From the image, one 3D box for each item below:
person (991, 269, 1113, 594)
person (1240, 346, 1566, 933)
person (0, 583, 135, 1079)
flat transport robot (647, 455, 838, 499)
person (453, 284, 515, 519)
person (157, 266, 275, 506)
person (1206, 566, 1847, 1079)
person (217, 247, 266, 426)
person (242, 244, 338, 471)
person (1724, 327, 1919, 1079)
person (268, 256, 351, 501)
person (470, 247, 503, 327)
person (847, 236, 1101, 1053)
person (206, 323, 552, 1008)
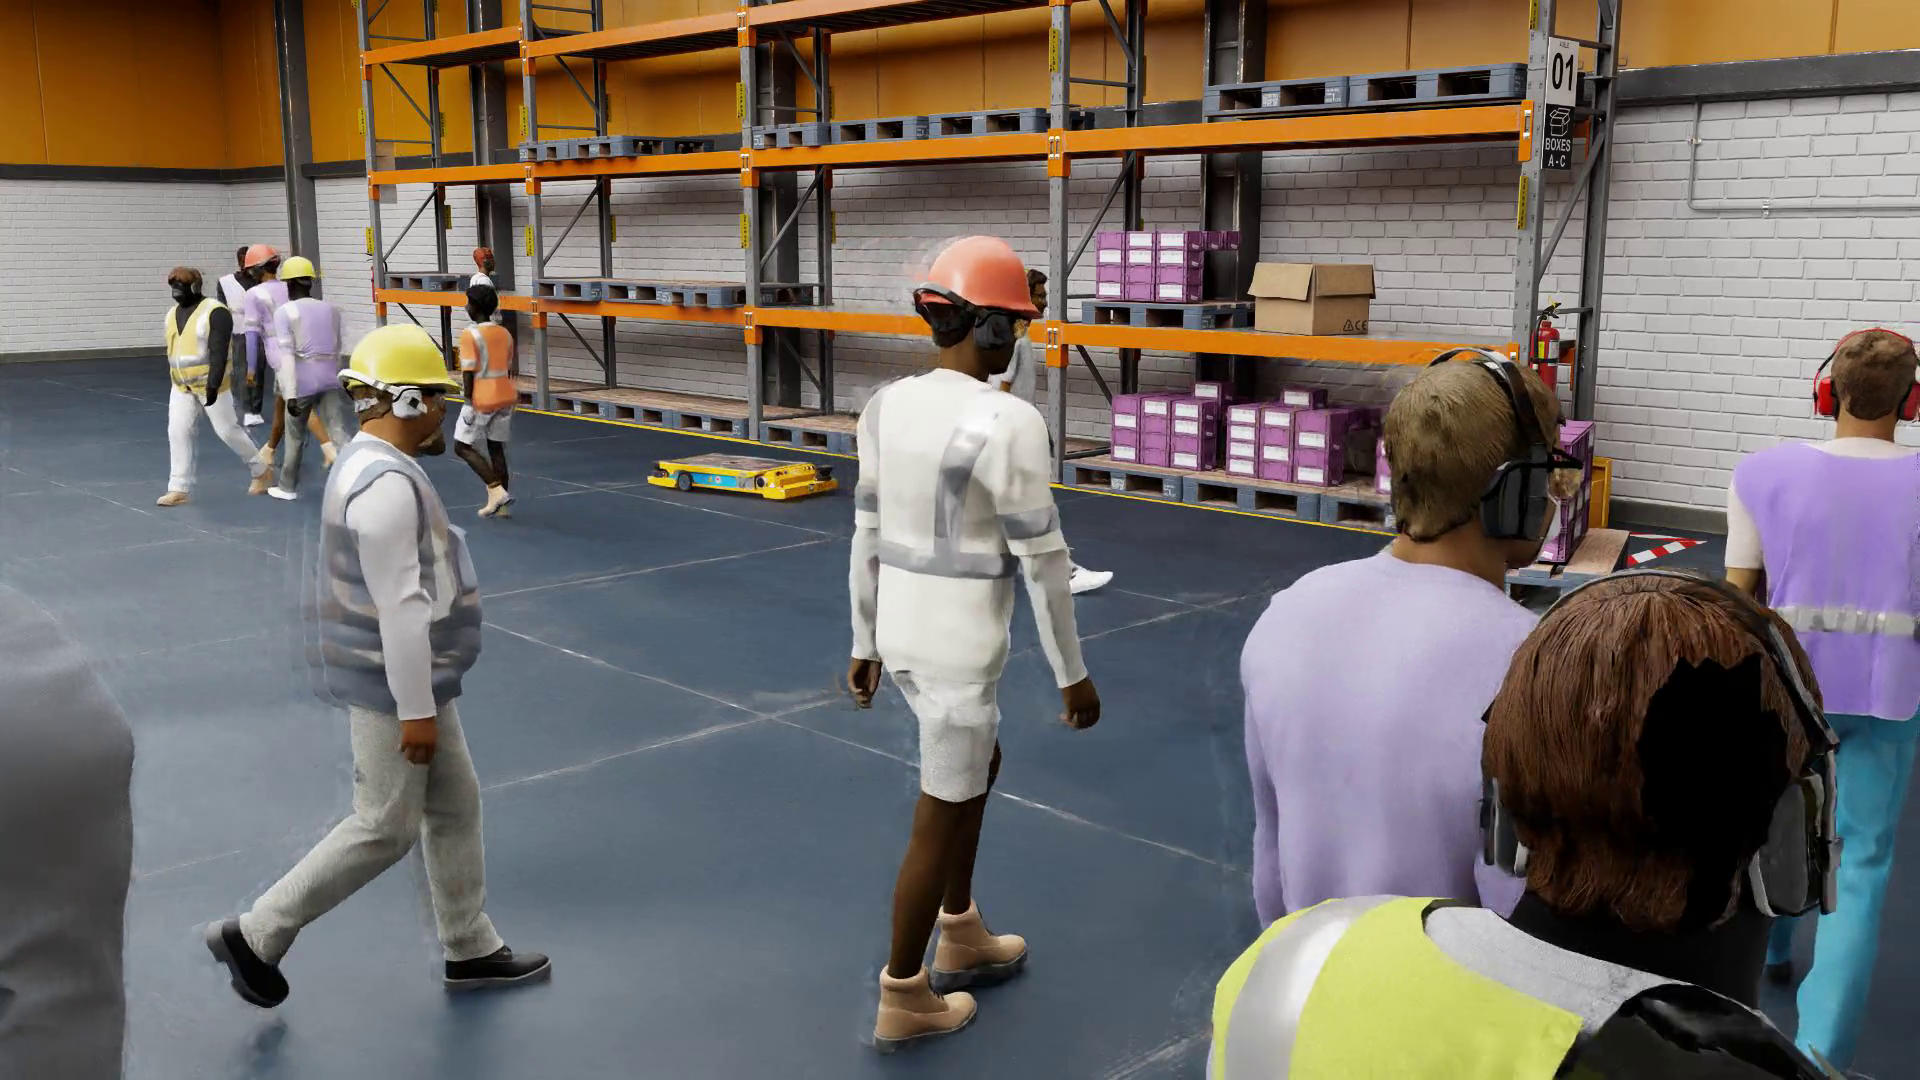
[{"bbox_3d":[0.415,-0.590,9.345,0.935,1.820,0.536,0,10,-1],"label":"person"},{"bbox_3d":[0.527,0.702,2.134,0.997,1.901,0.644,-6,12,-29],"label":"person"},{"bbox_3d":[-1.192,0.729,1.876,0.631,1.941,0.444,5,11,24],"label":"person"},{"bbox_3d":[-1.736,-0.519,13.205,1.431,0.197,0.652,7,12,33],"label":"flat transport robot"},{"bbox_3d":[-3.367,-0.970,11.793,0.368,1.680,0.553,4,11,23],"label":"person"},{"bbox_3d":[-5.739,-1.189,12.699,0.621,1.806,0.918,4,11,19],"label":"person"},{"bbox_3d":[0.389,0.920,1.174,0.813,1.819,0.627,-8,13,-37],"label":"person"},{"bbox_3d":[-7.519,-2.157,17.690,0.637,1.892,0.723,-7,12,-33],"label":"person"},{"bbox_3d":[-5.773,-1.560,14.326,1.122,1.961,0.619,4,11,22],"label":"person"},{"bbox_3d":[2.174,0.384,4.102,0.595,1.791,0.961,5,12,25],"label":"person"},{"bbox_3d":[-4.845,-1.179,12.468,1.063,1.875,0.591,7,13,35],"label":"person"},{"bbox_3d":[-5.305,-2.330,18.674,0.350,1.884,0.583,-6,12,-28],"label":"person"},{"bbox_3d":[0.049,0.261,4.195,0.765,2.015,0.623,-7,13,-34],"label":"person"},{"bbox_3d":[-1.527,0.351,4.286,0.786,1.801,0.601,-4,11,-18],"label":"person"}]
